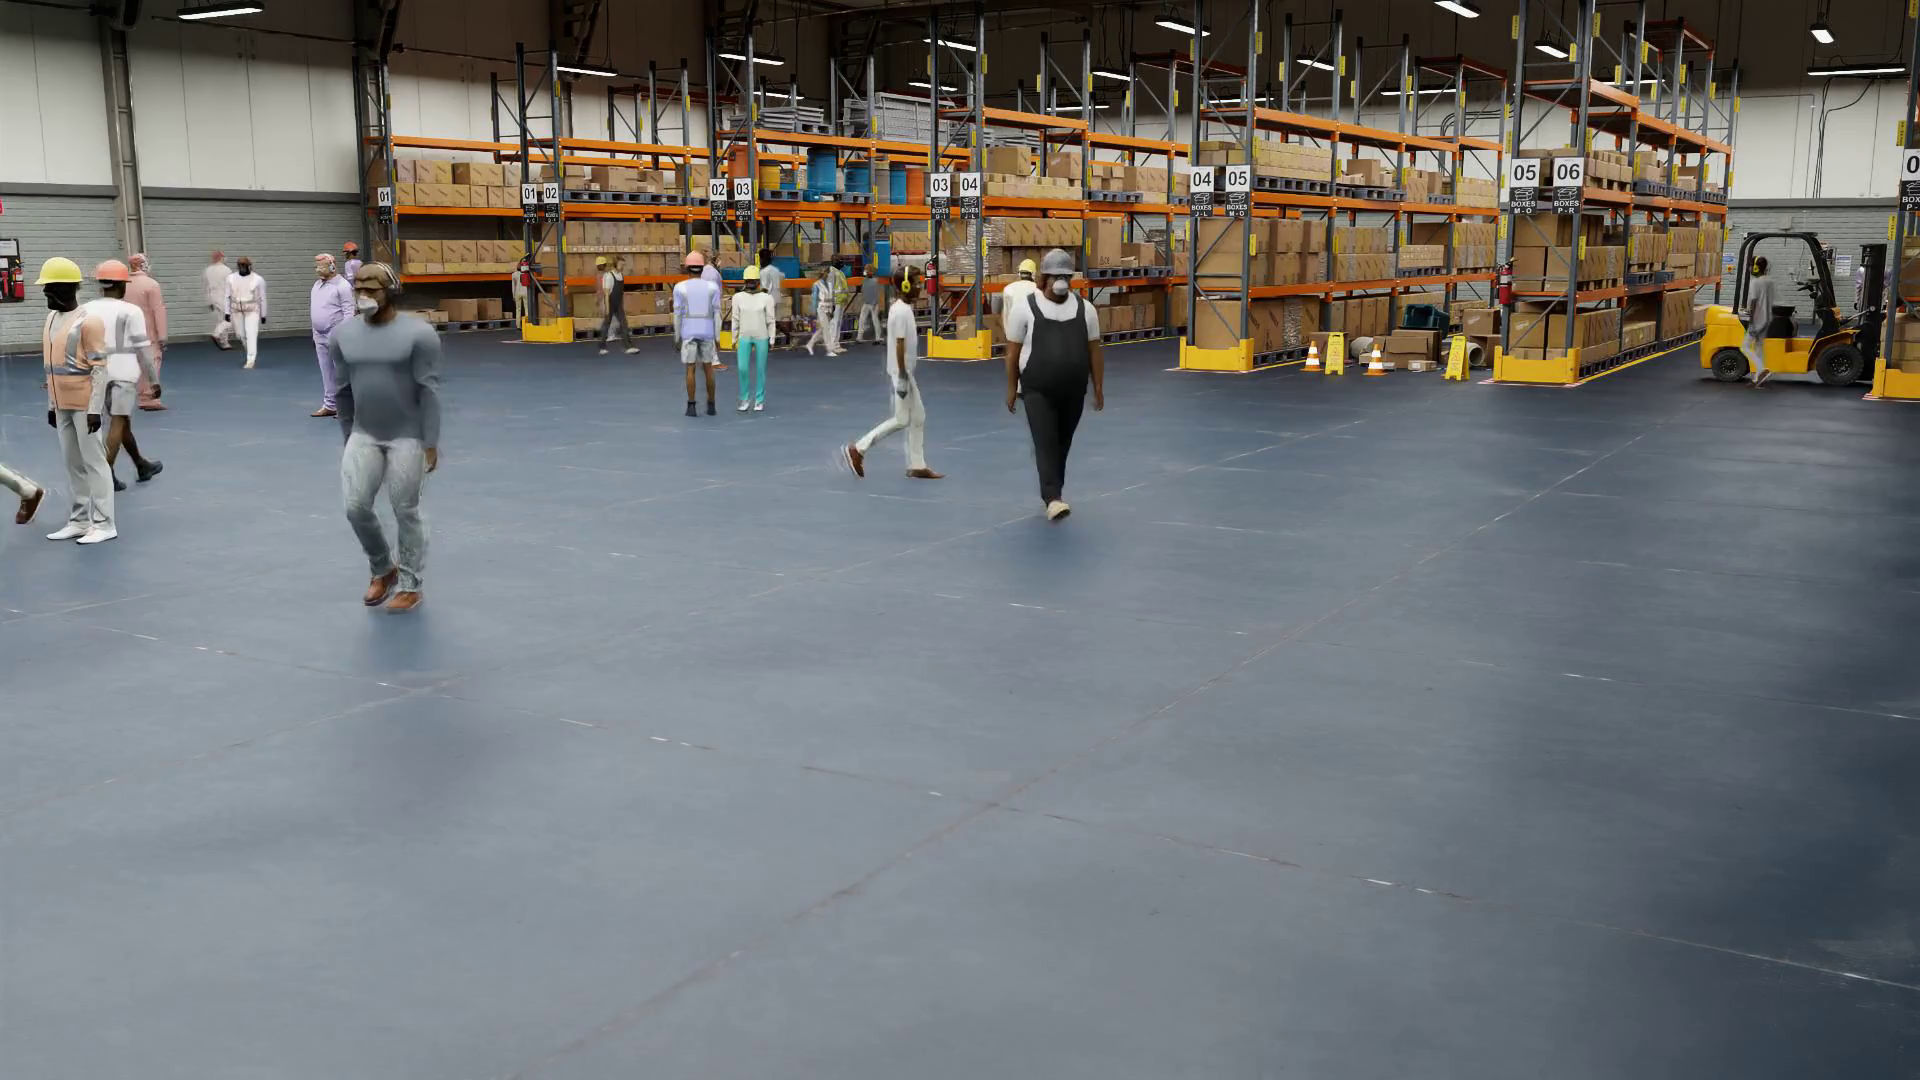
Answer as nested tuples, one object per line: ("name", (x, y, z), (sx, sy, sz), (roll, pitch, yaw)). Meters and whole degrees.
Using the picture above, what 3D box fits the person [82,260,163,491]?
("person", (-6.948, -1.365, 13.785), (0.577, 1.881, 0.994), (1, 10, 8))

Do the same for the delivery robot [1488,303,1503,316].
("delivery robot", (12.909, -5.517, 40.487), (0.707, 0.478, 0.477), (-1, 10, -7))

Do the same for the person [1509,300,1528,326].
("person", (13.512, -6.081, 40.241), (0.598, 1.878, 0.591), (-2, 10, -12))

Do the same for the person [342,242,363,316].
("person", (-12.290, -5.000, 33.692), (0.391, 2.040, 0.614), (1, 10, 7))

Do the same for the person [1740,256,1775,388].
("person", (11.144, -3.023, 23.169), (0.551, 1.848, 0.443), (-5, 11, -27))

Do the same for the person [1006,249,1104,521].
("person", (0.724, -1.189, 12.350), (0.699, 2.000, 1.060), (-3, 10, -15))

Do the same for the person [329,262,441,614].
("person", (-3.115, -0.539, 9.049), (0.630, 1.925, 0.434), (1, 10, 3))

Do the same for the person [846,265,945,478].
("person", (-0.556, -1.421, 14.225), (0.779, 1.849, 0.528), (0, 10, 1))

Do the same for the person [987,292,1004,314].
("person", (0.831, -4.808, 32.943), (0.629, 1.931, 0.375), (0, 10, 1))

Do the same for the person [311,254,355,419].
("person", (-7.310, -2.362, 19.312), (0.639, 1.904, 0.409), (6, 12, 30))

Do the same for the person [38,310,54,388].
("person", (-12.505, -2.930, 23.352), (0.832, 1.600, 0.506), (-7, 13, -36))

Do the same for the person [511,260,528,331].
("person", (-10.095, -5.634, 38.414), (0.493, 1.624, 0.280), (0, 10, -1))

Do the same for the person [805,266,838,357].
("person", (-2.500, -4.108, 29.898), (0.740, 1.616, 0.522), (6, 12, 31))

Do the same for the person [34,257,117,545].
("person", (-5.987, -0.936, 11.248), (0.586, 1.928, 0.364), (6, 12, 31))

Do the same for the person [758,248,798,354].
("person", (-3.369, -4.351, 30.366), (0.705, 1.939, 0.614), (5, 11, 24))

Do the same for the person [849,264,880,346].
("person", (-1.853, -4.598, 32.637), (0.752, 1.600, 0.523), (-10, 14, -43))

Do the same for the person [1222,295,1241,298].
("person", (5.959, -5.305, 36.437), (0.539, 1.676, 0.695), (8, 13, 38))

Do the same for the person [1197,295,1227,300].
("person", (4.580, -4.392, 30.317), (0.606, 2.035, 0.405), (6, 12, 31))

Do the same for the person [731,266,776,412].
("person", (-2.486, -2.396, 19.914), (0.547, 1.741, 0.711), (0, 10, 1))

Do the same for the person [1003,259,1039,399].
("person", (0.853, -2.738, 21.677), (0.614, 1.811, 0.586), (3, 11, 17))

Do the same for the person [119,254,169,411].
("person", (-9.897, -2.509, 20.207), (0.668, 1.905, 0.463), (3, 11, 18))

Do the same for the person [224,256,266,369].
("person", (-11.615, -3.713, 27.120), (0.620, 1.820, 0.799), (-1, 10, -3))

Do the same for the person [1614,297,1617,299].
("person", (15.146, -5.671, 37.795), (0.574, 1.912, 0.710), (9, 14, 42))

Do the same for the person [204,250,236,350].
("person", (-13.947, -4.512, 31.379), (0.662, 1.890, 0.513), (6, 12, 28))

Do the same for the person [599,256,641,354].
("person", (-6.276, -4.257, 30.290), (0.816, 1.789, 0.542), (5, 11, 26))

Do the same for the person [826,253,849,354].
("person", (-2.266, -4.365, 30.697), (0.429, 1.841, 0.634), (2, 10, 12))

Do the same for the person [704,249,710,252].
("person", (-6.076, -6.118, 40.395), (0.582, 1.882, 0.338), (6, 12, 31))

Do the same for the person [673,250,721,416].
("person", (-3.083, -2.419, 19.529), (0.549, 1.937, 0.363), (-3, 11, -18))

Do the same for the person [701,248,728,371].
("person", (-3.947, -3.670, 26.540), (0.361, 1.937, 0.642), (-5, 11, -25))

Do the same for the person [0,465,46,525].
("person", (-6.812, -0.920, 11.457), (0.564, 1.831, 0.721), (6, 12, 31))

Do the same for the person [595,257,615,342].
("person", (-7.272, -4.914, 34.024), (0.540, 1.743, 0.445), (9, 13, 40))

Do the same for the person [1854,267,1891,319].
("person", (17.290, -4.554, 31.544), (0.585, 1.921, 0.392), (6, 12, 30))
